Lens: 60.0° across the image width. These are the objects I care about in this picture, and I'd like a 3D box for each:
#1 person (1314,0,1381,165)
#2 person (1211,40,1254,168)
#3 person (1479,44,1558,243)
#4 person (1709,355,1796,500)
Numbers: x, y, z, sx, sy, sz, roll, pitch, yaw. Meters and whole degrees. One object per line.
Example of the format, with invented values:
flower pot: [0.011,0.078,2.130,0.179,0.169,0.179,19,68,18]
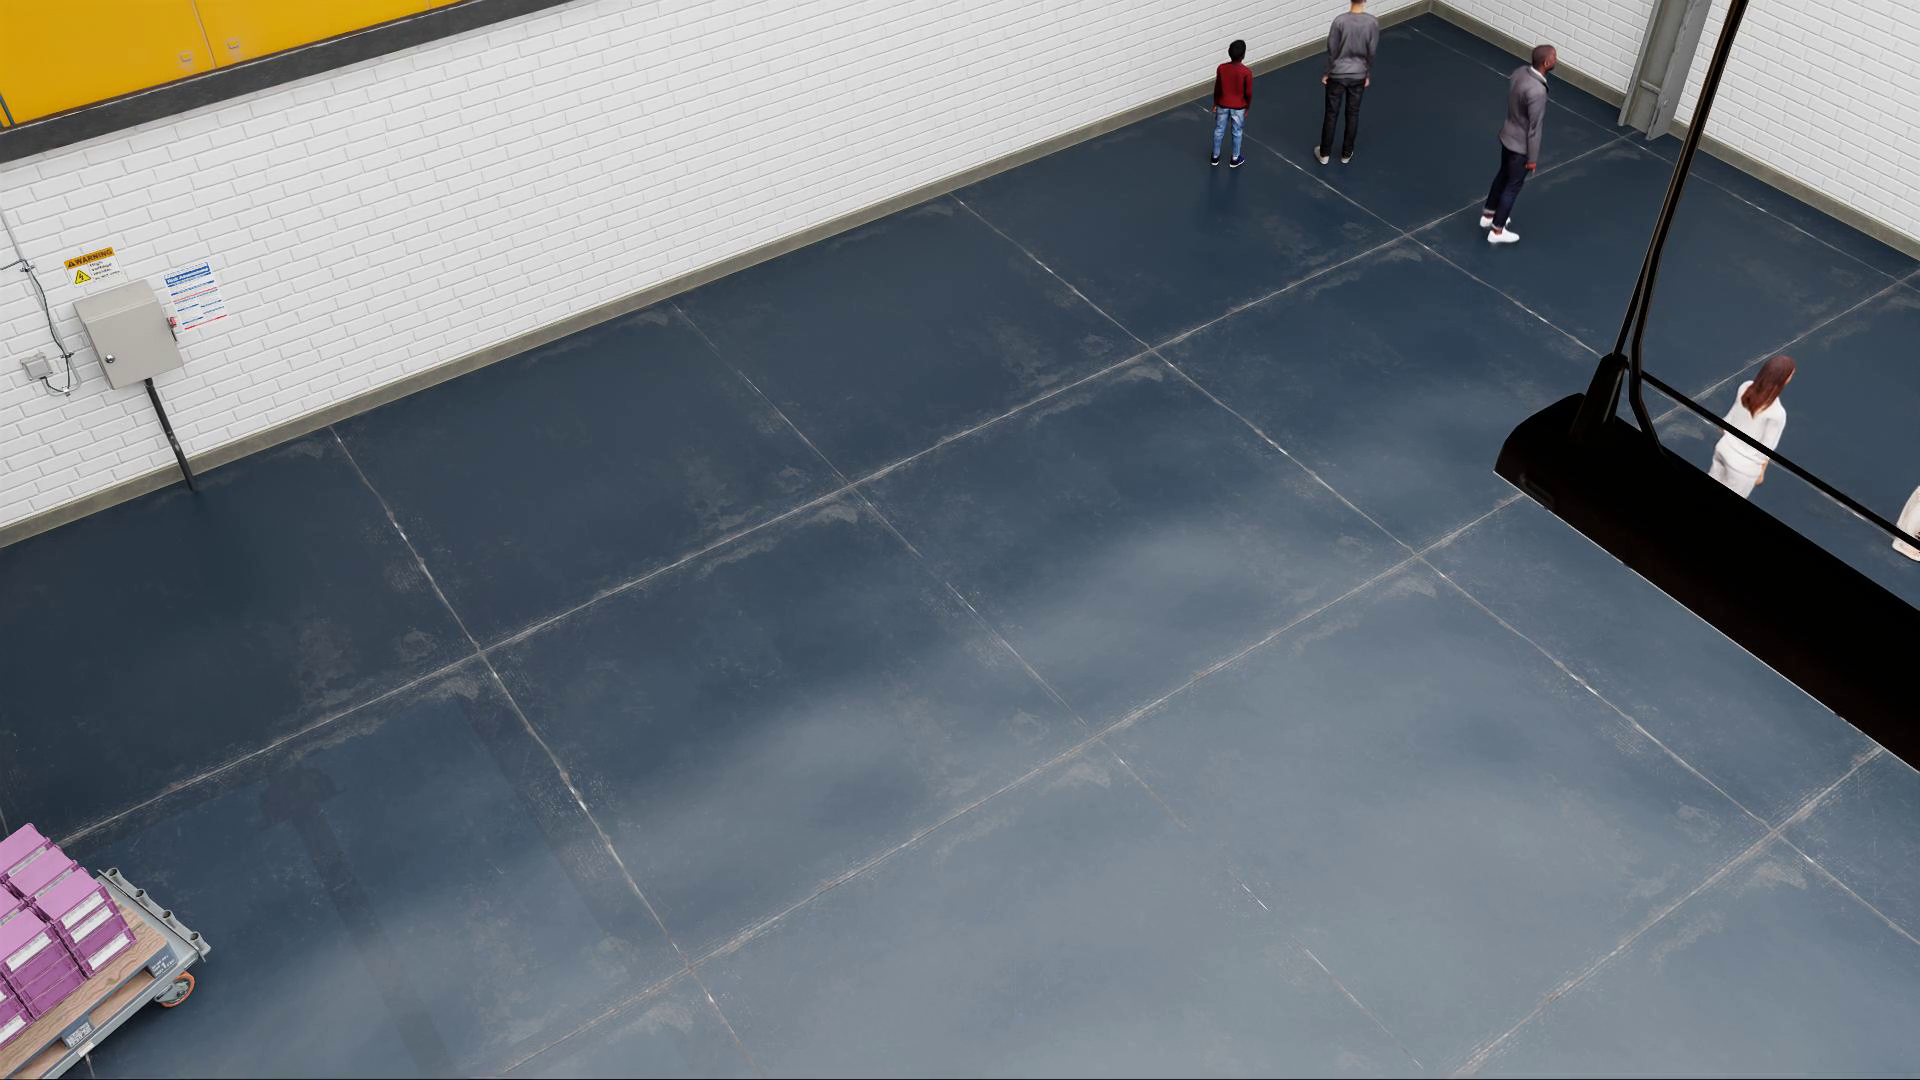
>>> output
person: [3.595,-4.322,15.436,0.703,1.764,0.733,2,44,2]
person: [2.540,-4.087,15.558,0.561,1.255,0.643,14,45,14]
person: [4.855,-3.466,14.502,0.865,1.812,0.740,-1,44,-1]
person: [5.425,-0.577,11.562,0.718,1.686,0.580,-11,45,-11]
